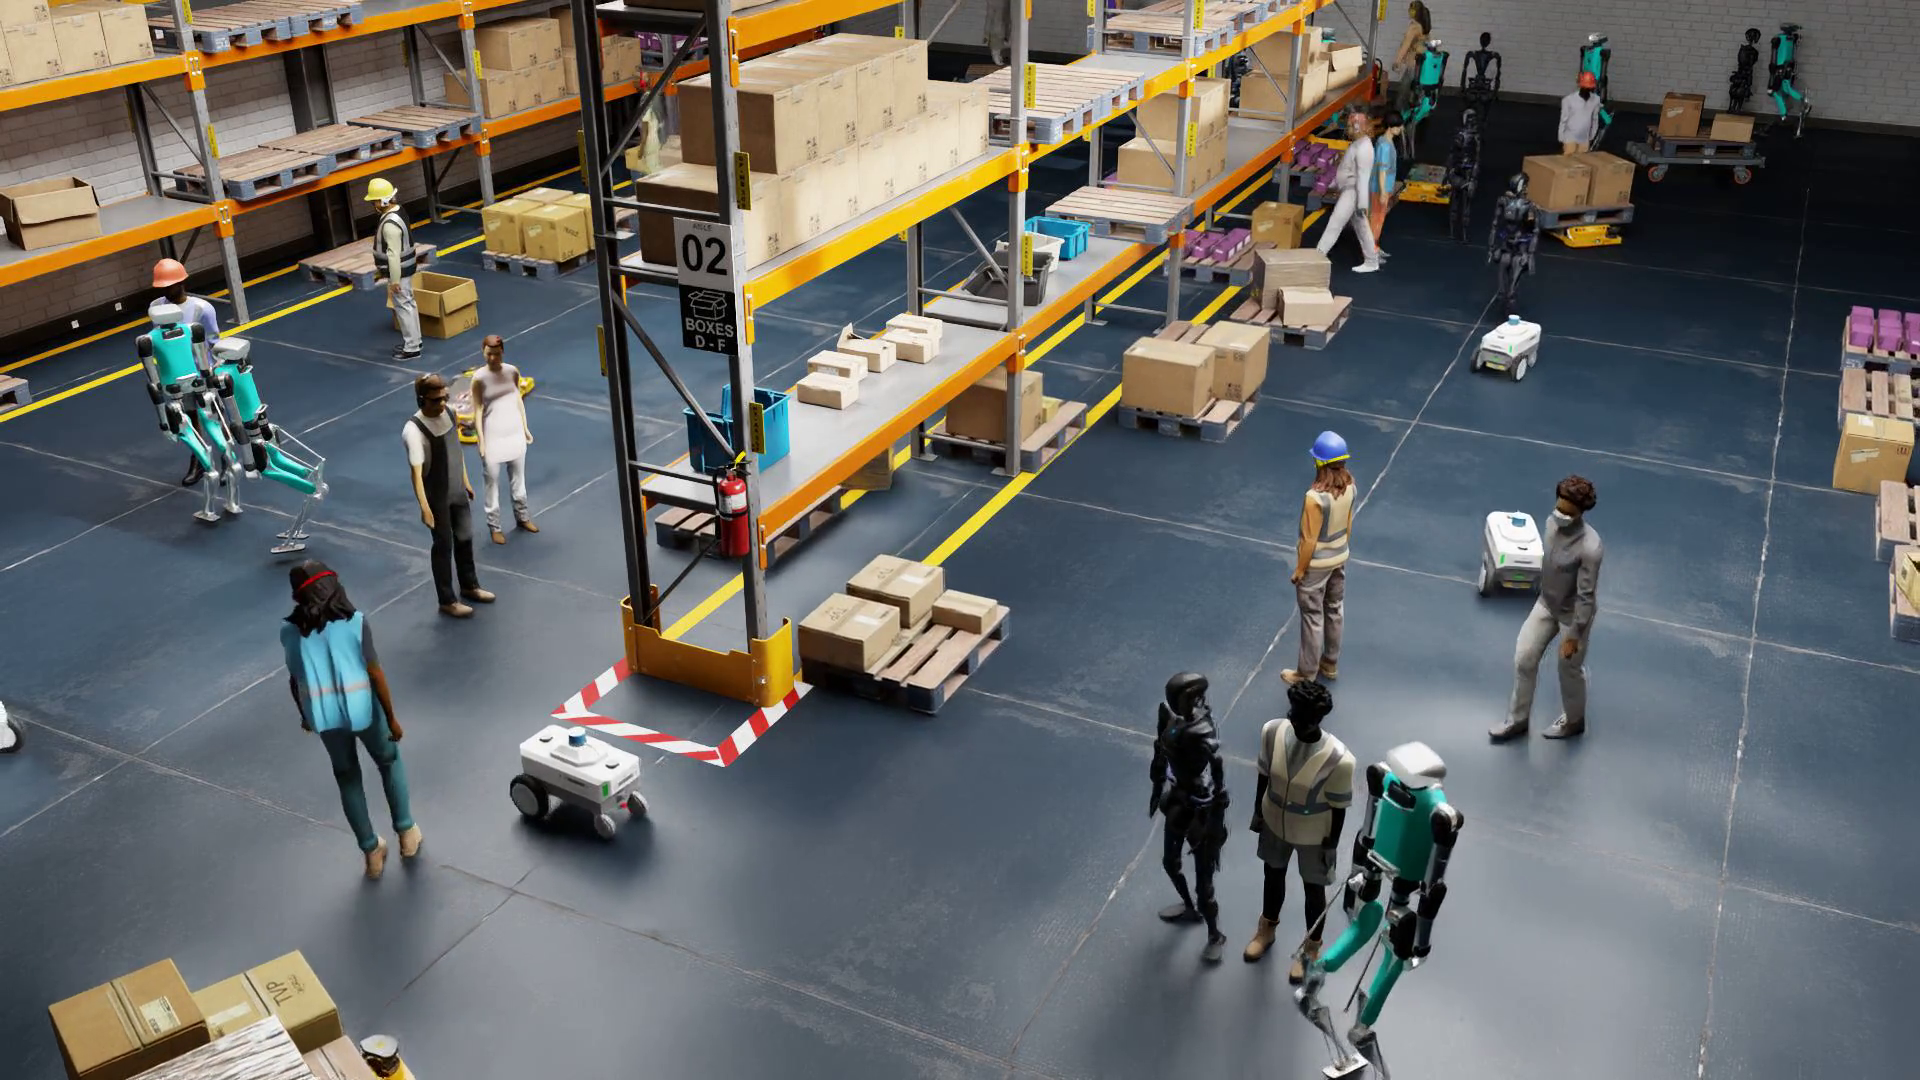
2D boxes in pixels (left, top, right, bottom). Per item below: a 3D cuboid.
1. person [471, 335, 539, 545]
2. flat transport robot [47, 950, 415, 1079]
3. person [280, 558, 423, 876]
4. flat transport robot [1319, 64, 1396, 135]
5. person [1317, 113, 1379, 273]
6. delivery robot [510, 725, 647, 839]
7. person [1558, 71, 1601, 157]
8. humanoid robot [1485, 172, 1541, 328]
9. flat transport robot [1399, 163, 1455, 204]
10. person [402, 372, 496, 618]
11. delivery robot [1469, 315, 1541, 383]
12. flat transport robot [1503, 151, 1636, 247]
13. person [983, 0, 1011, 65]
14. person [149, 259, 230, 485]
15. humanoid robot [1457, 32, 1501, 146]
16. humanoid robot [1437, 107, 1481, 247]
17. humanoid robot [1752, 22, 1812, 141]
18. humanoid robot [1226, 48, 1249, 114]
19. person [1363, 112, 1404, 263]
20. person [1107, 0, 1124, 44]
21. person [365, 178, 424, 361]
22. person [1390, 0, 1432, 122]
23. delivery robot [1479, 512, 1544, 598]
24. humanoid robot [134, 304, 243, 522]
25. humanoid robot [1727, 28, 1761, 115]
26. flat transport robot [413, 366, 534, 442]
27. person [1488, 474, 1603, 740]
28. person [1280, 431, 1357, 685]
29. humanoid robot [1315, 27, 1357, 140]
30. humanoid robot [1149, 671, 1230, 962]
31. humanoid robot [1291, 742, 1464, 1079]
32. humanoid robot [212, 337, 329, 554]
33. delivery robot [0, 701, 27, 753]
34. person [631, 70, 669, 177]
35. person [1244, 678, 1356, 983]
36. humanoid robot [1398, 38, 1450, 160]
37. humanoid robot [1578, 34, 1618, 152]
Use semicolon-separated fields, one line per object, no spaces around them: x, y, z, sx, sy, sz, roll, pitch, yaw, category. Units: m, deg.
-3.514;-0.791;12.807;0.448;1.657;0.290;-22;34;-37;person
-3.062;2.715;7.293;1.431;0.231;0.659;-20;32;-34;flat transport robot
-3.338;0.969;9.055;0.567;1.833;0.490;-3;27;-7;person
6.007;-6.559;26.027;1.431;0.231;0.659;21;33;36;flat transport robot
4.385;-3.935;18.961;1.035;1.837;0.638;7;27;13;person
-2.222;1.355;9.701;0.753;0.579;0.499;15;30;28;delivery robot
8.089;-5.312;21.861;0.568;1.728;0.504;-5;27;-10;person
5.733;-2.980;17.212;0.330;1.647;0.600;-20;32;-34;humanoid robot
6.393;-4.835;22.545;0.659;0.231;1.431;10;28;19;flat transport robot
-3.613;-0.318;11.661;0.362;1.834;0.520;10;28;20;person
5.377;-1.888;16.291;0.499;0.614;0.818;21;33;36;delivery robot
7.553;-3.945;20.747;0.659;0.231;1.431;-6;27;-12;flat transport robot
0.623;-8.729;28.670;0.498;1.814;0.507;19;32;33;person
-6.315;-1.370;13.667;0.542;1.939;0.357;1;26;1;person
7.743;-6.705;24.752;0.609;1.637;0.366;7;27;14;humanoid robot
6.056;-4.385;20.038;0.315;1.653;0.599;-9;28;-18;humanoid robot
12.490;-6.799;24.912;0.556;1.770;1.023;-16;30;-28;humanoid robot
4.042;-6.568;24.455;0.339;1.652;0.591;-10;28;-19;humanoid robot
4.944;-4.109;19.402;0.343;1.759;0.499;7;27;13;person
2.608;-8.940;28.967;0.420;1.928;0.534;-20;33;-35;person
-5.564;-2.671;16.429;0.403;1.821;0.596;-5;27;-9;person
7.082;-7.594;26.349;0.964;1.825;0.577;18;31;32;person
4.092;0.082;12.271;0.499;0.577;0.769;4;27;7;delivery robot
-5.910;-0.959;12.957;0.747;1.692;0.530;21;33;35;humanoid robot
11.732;-6.830;24.970;0.315;1.657;0.599;4;27;8;humanoid robot
-4.482;-1.252;15.307;0.659;0.231;1.431;3;26;6;flat transport robot
3.642;0.436;10.086;0.767;1.848;0.559;-11;28;-22;person
2.335;0.133;10.807;0.480;1.776;0.321;-20;33;-35;person
5.579;-6.613;24.507;0.925;1.758;0.537;15;30;27;humanoid robot
1.182;1.361;8.451;0.390;1.637;0.601;-14;30;-26;humanoid robot
1.801;1.796;7.557;0.717;1.828;0.530;-14;29;-25;humanoid robot
-5.053;-0.705;12.397;0.735;1.677;0.533;-2;26;-4;humanoid robot
-6.171;1.170;10.079;0.767;0.583;0.499;1;26;3;delivery robot
-3.963;-5.082;21.284;0.466;1.827;0.571;-3;26;-5;person
1.684;1.426;8.290;0.532;1.693;0.320;22;34;37;person
6.566;-6.320;23.971;0.530;1.846;0.762;-11;28;-20;humanoid robot
9.269;-6.423;24.098;0.657;1.792;0.555;-11;28;-21;humanoid robot
